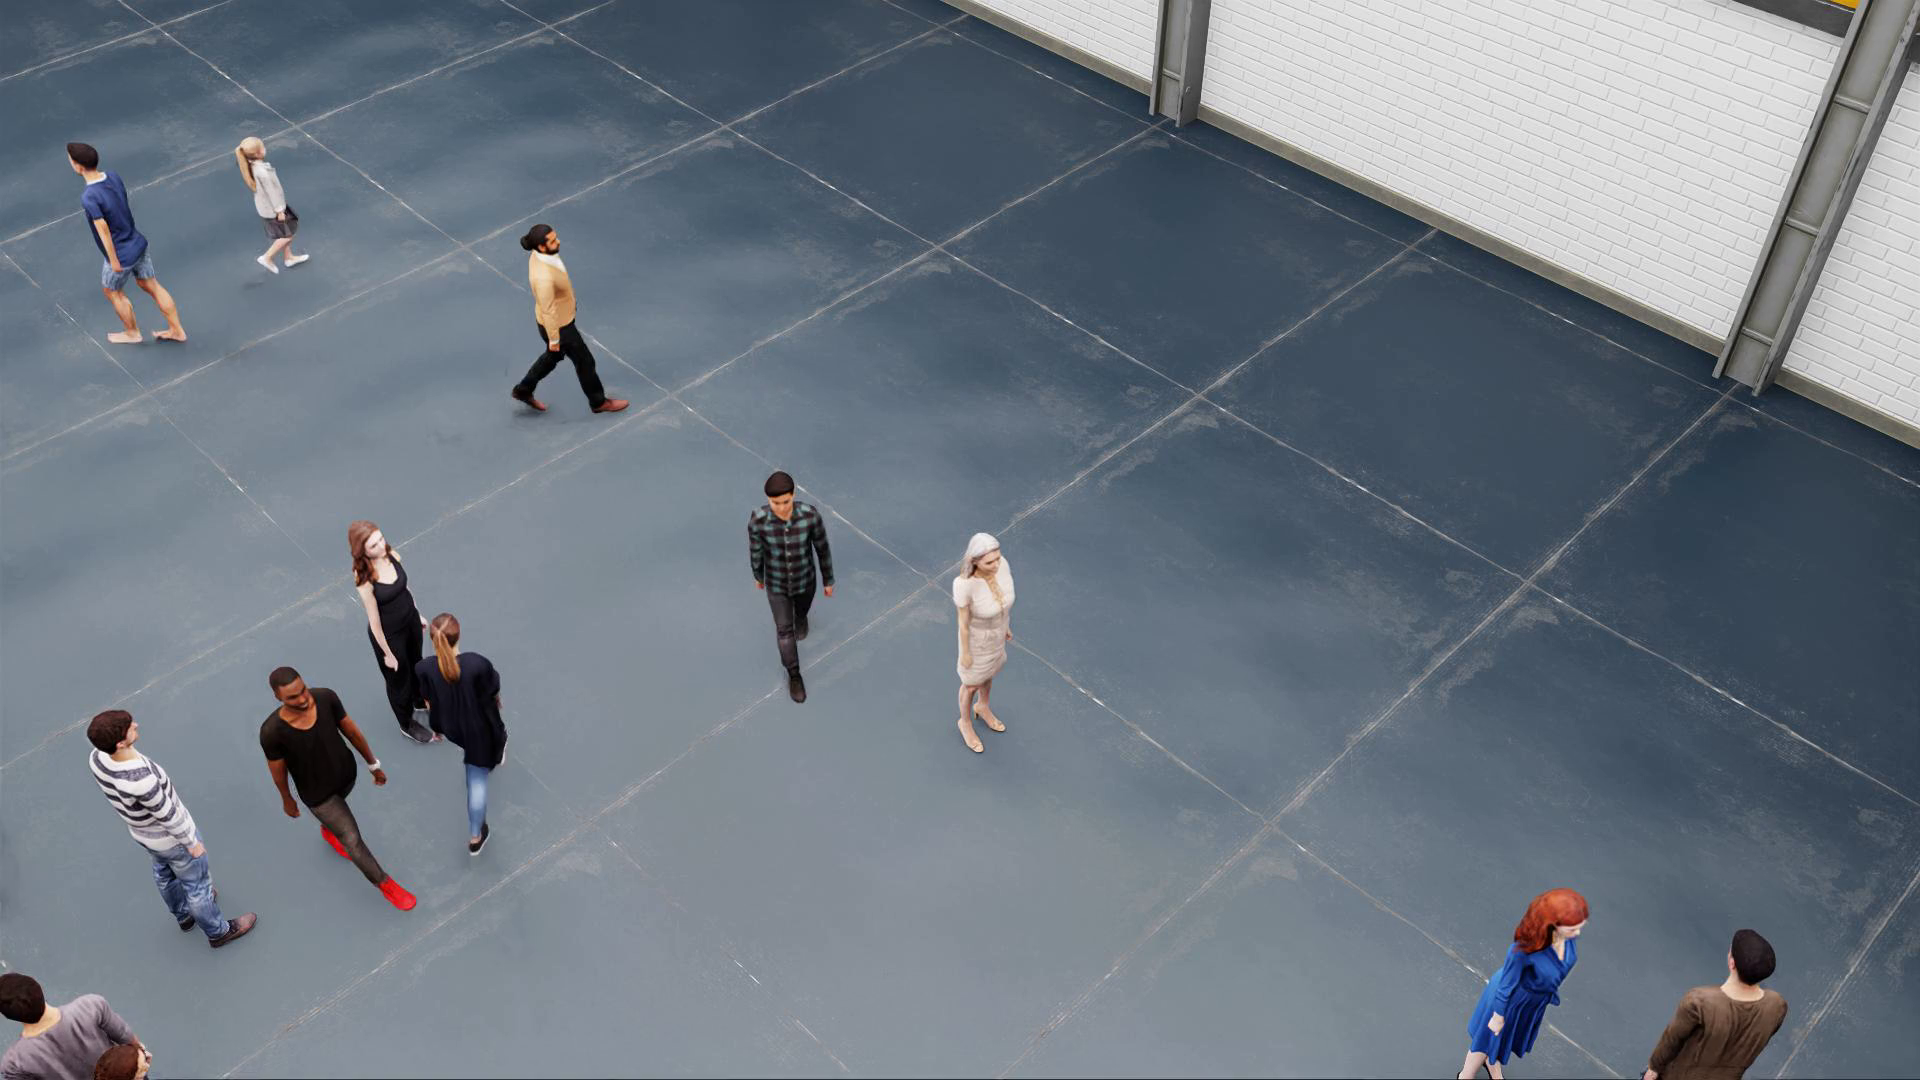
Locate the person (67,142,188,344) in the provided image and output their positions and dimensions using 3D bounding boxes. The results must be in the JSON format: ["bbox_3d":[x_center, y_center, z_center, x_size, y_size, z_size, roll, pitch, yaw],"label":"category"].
[{"bbox_3d":[-6.586,-2.313,13.250,0.981,1.827,0.879,7,44,8],"label":"person"}]

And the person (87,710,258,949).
[{"bbox_3d":[-4.396,1.585,9.139,0.547,1.853,0.758,23,48,22],"label":"person"}]

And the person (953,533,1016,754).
[{"bbox_3d":[0.134,0.615,10.241,0.550,1.736,0.600,32,52,29],"label":"person"}]

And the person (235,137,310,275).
[{"bbox_3d":[-5.931,-2.835,14.204,0.638,1.265,0.638,-25,49,-24],"label":"person"}]

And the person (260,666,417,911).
[{"bbox_3d":[-3.664,1.317,9.489,1.200,1.758,0.792,27,50,25],"label":"person"}]

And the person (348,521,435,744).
[{"bbox_3d":[-3.518,0.540,10.313,0.665,1.747,0.656,11,45,12],"label":"person"}]

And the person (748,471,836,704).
[{"bbox_3d":[-1.097,0.162,10.854,1.055,1.684,1.184,-7,44,-8],"label":"person"}]

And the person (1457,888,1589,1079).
[{"bbox_3d":[2.824,2.309,8.397,0.656,1.828,0.630,-24,49,-23],"label":"person"}]

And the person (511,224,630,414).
[{"bbox_3d":[-3.132,-1.647,12.614,1.095,1.739,1.162,-10,44,-10],"label":"person"}]

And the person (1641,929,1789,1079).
[{"bbox_3d":[3.601,2.625,8.037,0.968,1.867,1.029,-2,44,-2],"label":"person"}]

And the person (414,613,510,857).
[{"bbox_3d":[-2.893,1.163,9.747,1.152,1.625,1.167,2,44,2],"label":"person"}]

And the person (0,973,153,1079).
[{"bbox_3d":[-4.126,2.675,8.010,0.955,1.832,0.687,34,53,30],"label":"person"}]
